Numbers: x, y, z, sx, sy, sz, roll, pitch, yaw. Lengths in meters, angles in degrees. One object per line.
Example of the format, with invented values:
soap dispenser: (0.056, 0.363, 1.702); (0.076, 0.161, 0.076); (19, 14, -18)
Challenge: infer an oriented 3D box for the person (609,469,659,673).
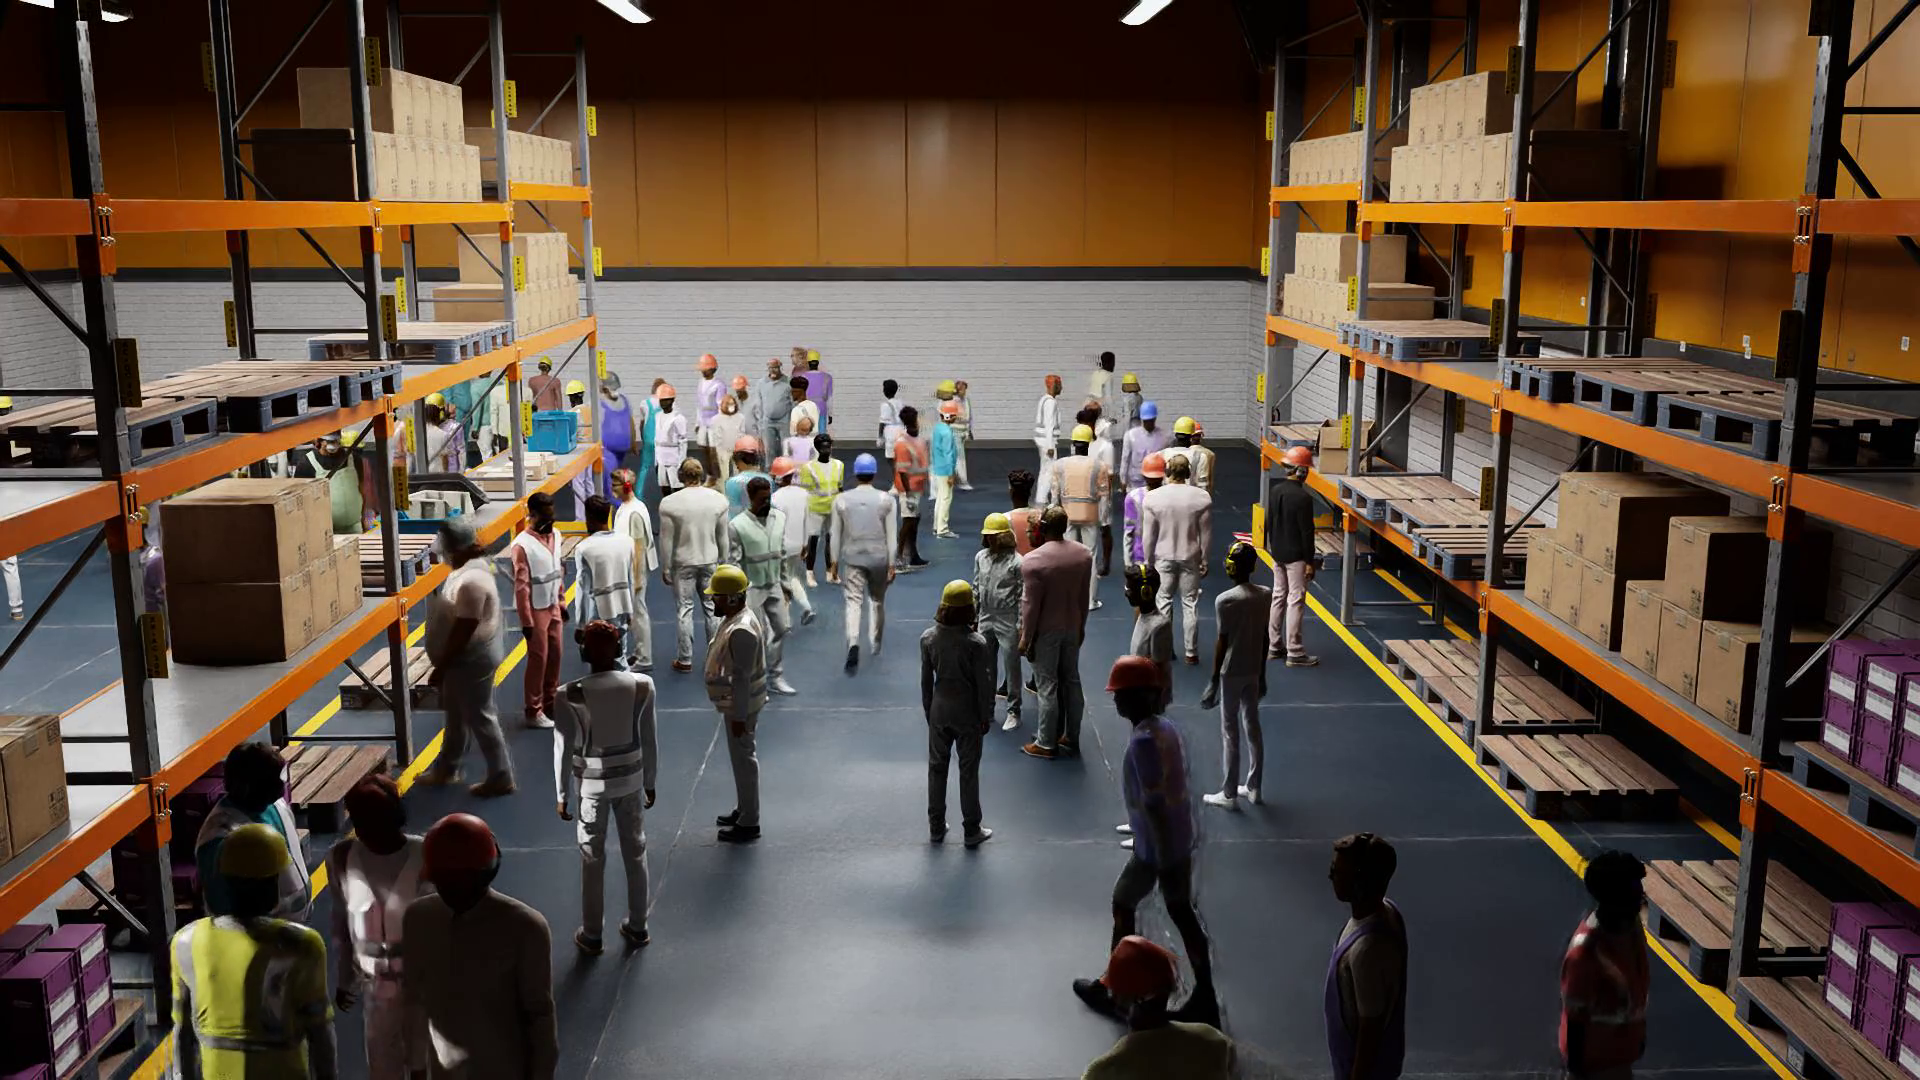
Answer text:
person: (-2.895, 0.271, 14.802); (0.396, 1.835, 0.569); (-5, 12, -22)

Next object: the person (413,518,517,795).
person: (-3.510, 0.799, 11.626); (0.781, 2.000, 0.699); (-4, 12, -18)

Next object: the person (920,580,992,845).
person: (-0.018, 1.112, 10.807); (0.487, 1.744, 0.297); (5, 12, 23)

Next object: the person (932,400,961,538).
person: (-0.165, -0.887, 20.849); (0.354, 1.737, 0.574); (-3, 12, -13)

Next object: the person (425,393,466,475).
person: (-6.244, -0.817, 20.017); (0.595, 1.923, 0.380); (2, 11, 9)

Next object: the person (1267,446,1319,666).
person: (3.011, 0.143, 15.032); (0.376, 1.995, 0.611); (-5, 12, -24)

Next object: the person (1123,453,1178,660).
person: (1.771, 0.151, 15.173); (0.553, 1.924, 0.391); (0, 11, -2)

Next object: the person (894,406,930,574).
person: (-0.535, -0.586, 18.912); (0.370, 1.917, 0.699); (3, 12, 17)

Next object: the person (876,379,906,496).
person: (-0.987, -1.470, 23.922); (0.472, 1.680, 0.536); (5, 13, 26)

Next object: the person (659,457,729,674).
person: (-2.350, 0.226, 14.782); (0.633, 1.931, 0.375); (-6, 13, -26)

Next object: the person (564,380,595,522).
person: (-4.910, -1.103, 21.492); (0.399, 1.911, 0.596); (4, 12, 19)

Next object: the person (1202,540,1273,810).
person: (1.910, 0.924, 11.432); (0.523, 1.871, 0.321); (-8, 14, -34)

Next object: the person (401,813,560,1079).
person: (-1.761, 1.934, 6.081); (0.620, 1.985, 0.408); (3, 12, 16)

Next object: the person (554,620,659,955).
person: (-1.946, 1.364, 9.206); (0.576, 1.880, 0.351); (-6, 13, -27)

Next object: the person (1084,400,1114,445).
person: (1.833, -1.078, 22.174); (0.532, 1.593, 0.846); (5, 12, 23)

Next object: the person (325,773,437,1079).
person: (-2.263, 1.853, 6.814); (0.722, 1.838, 0.925); (0, 11, 1)

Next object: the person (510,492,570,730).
person: (-3.336, 0.552, 13.209); (0.386, 1.904, 0.603); (4, 12, 17)

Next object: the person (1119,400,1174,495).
person: (2.205, -0.732, 19.668); (0.645, 1.908, 0.855); (1, 11, 6)

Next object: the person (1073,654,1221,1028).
person: (0.960, 1.521, 8.441); (0.911, 1.864, 0.557); (6, 13, 26)

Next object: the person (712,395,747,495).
person: (-3.092, -1.162, 22.544); (0.503, 1.611, 0.602); (-5, 13, -26)

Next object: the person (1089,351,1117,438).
person: (2.291, -1.996, 25.988); (0.598, 1.895, 0.640); (-3, 12, -15)

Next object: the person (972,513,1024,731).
person: (0.299, 0.642, 13.160); (0.493, 1.743, 0.312); (7, 13, 32)

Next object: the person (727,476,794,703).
person: (-1.678, 0.405, 13.960); (0.419, 1.911, 0.618); (10, 15, 41)

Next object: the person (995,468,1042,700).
person: (0.509, 0.373, 13.946); (0.613, 1.965, 0.361); (-6, 13, -28)

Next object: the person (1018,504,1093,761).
person: (0.702, 0.685, 12.453); (0.627, 1.941, 0.371); (-8, 14, -34)

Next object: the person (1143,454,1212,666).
person: (1.946, 0.184, 14.966); (0.629, 1.940, 0.373); (0, 11, 2)

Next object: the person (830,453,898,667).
person: (-0.875, 0.182, 15.074); (0.623, 1.910, 0.924); (0, 11, 0)

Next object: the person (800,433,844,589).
person: (-1.485, -0.323, 18.117); (0.539, 1.695, 0.318); (-7, 13, -32)

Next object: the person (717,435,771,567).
person: (-2.089, 0.017, 15.608); (0.522, 2.008, 0.634); (6, 13, 28)

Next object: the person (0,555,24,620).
person: (-9.643, -0.097, 16.533); (0.584, 1.878, 0.362); (-9, 14, -37)

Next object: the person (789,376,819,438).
person: (-2.030, -1.157, 21.655); (0.377, 1.959, 0.608); (4, 12, 21)
